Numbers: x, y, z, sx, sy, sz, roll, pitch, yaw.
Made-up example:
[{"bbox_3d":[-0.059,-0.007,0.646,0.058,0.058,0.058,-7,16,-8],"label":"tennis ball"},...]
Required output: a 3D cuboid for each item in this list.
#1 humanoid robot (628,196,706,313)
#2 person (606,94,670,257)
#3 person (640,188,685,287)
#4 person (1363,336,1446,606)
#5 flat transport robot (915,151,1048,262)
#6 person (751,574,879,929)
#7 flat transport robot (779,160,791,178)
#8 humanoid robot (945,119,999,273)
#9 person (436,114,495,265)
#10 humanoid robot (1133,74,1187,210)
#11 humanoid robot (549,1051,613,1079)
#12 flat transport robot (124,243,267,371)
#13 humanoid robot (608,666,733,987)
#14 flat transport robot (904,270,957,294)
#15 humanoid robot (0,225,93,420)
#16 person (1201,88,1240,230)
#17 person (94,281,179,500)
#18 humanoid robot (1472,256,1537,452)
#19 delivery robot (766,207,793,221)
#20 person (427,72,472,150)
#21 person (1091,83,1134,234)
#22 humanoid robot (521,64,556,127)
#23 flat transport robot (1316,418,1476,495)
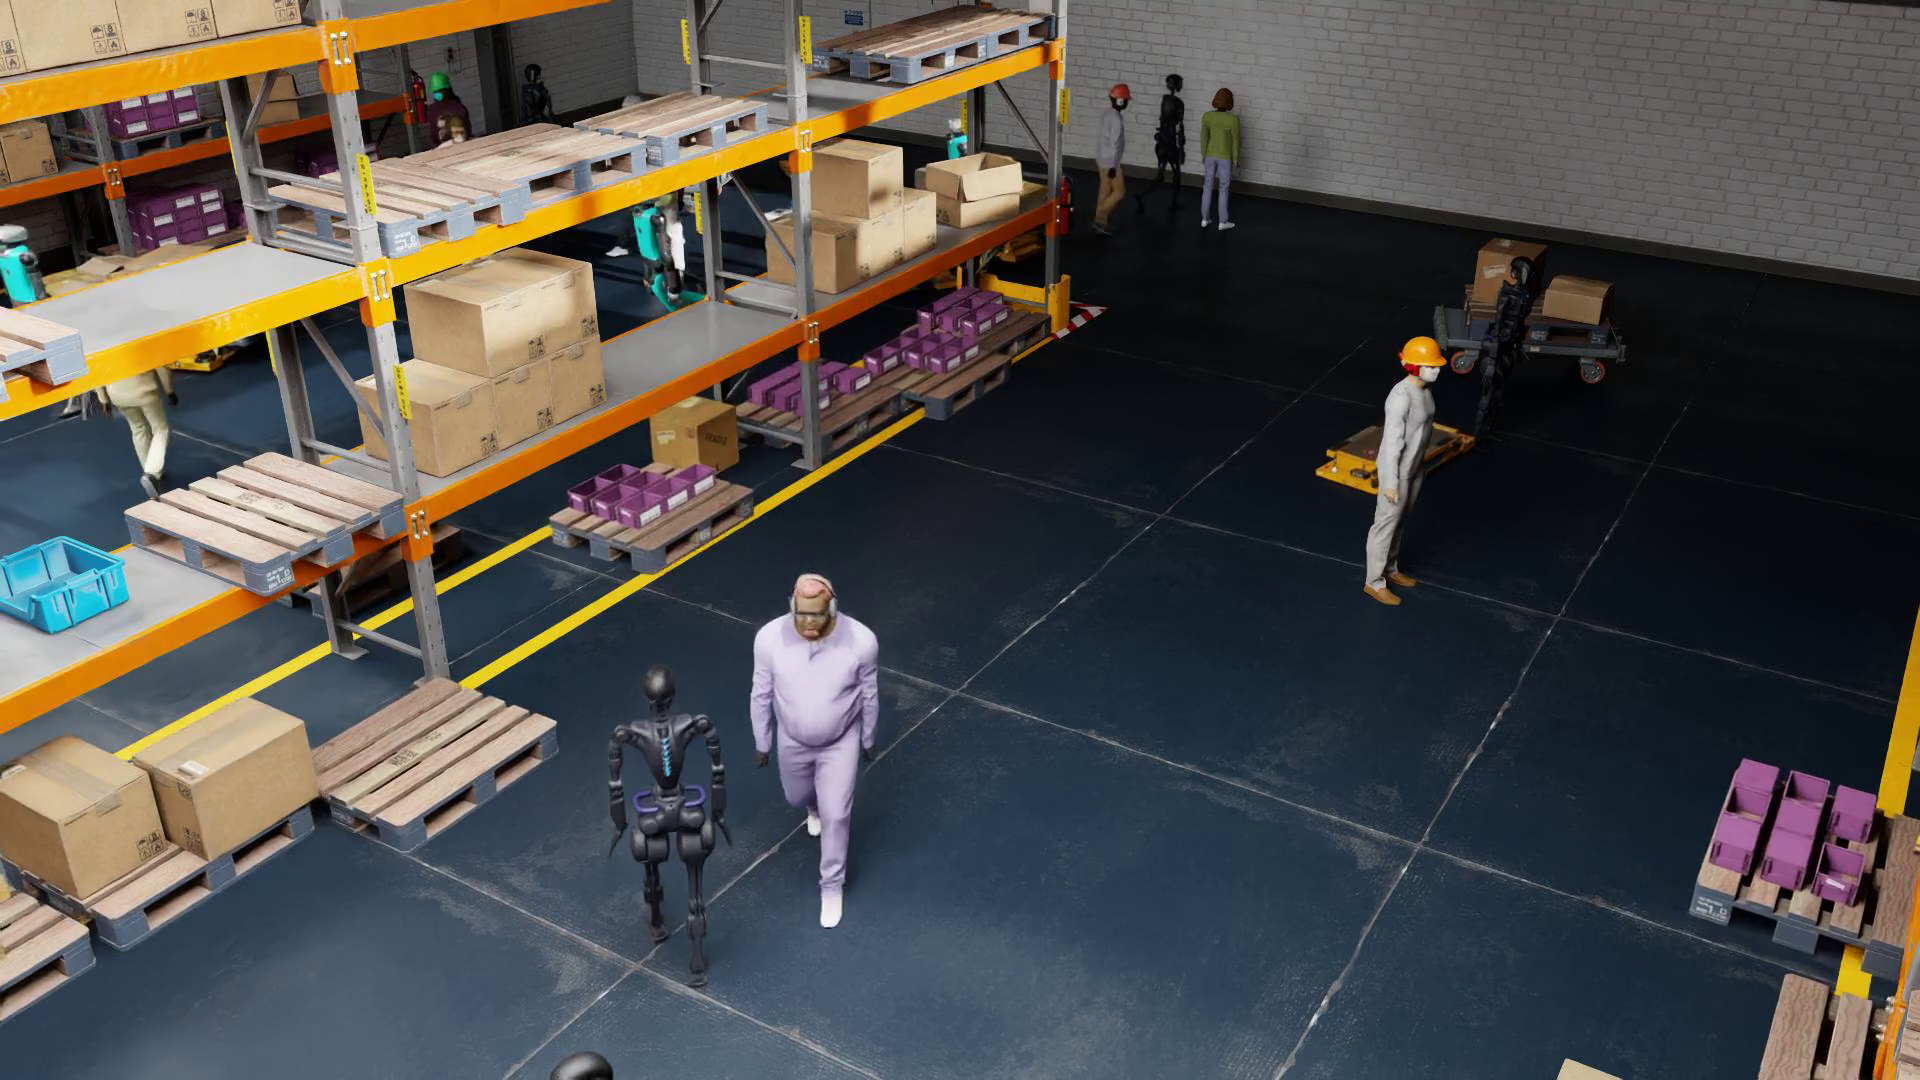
[{"bbox_3d":[-2.529,-2.451,15.453,0.995,1.770,0.530,-20,33,-34],"label":"humanoid robot"},{"bbox_3d":[-3.529,-4.049,18.482,0.497,1.797,0.930,19,33,33],"label":"person"},{"bbox_3d":[-3.186,-3.562,17.480,0.622,1.843,0.431,-17,31,-30],"label":"person"},{"bbox_3d":[3.037,-0.490,11.368,0.364,1.897,0.570,18,32,31],"label":"person"},{"bbox_3d":[0.291,-3.461,19.017,1.431,0.231,0.659,22,34,36],"label":"flat transport robot"},{"bbox_3d":[-0.732,0.965,8.537,0.648,1.875,0.873,1,27,3],"label":"person"},{"bbox_3d":[-1.635,-5.014,22.079,1.431,0.231,0.659,-8,28,-15],"label":"flat transport robot"},{"bbox_3d":[0.221,-3.591,17.618,0.756,1.749,0.533,-8,28,-16],"label":"humanoid robot"},{"bbox_3d":[-5.029,-3.408,17.090,0.653,1.918,0.551,-11,29,-21],"label":"person"},{"bbox_3d":[2.477,-4.800,20.125,0.649,1.633,0.588,-10,29,-20],"label":"humanoid robot"},{"bbox_3d":[-1.301,2.435,5.878,0.616,1.626,0.715,22,34,36],"label":"humanoid robot"},{"bbox_3d":[-7.154,-1.977,16.094,0.659,0.231,1.431,5,27,9],"label":"flat transport robot"},{"bbox_3d":[-1.408,1.331,8.033,0.595,1.635,0.638,-7,28,-13],"label":"humanoid robot"},{"bbox_3d":[-0.766,-2.777,17.669,1.431,0.231,0.659,-11,29,-20],"label":"flat transport robot"},{"bbox_3d":[-7.728,-1.846,14.272,0.539,1.844,0.692,14,30,26],"label":"humanoid robot"},{"bbox_3d":[3.043,-4.466,19.487,0.498,1.633,0.278,18,32,32],"label":"person"},{"bbox_3d":[-6.373,-1.138,12.818,0.562,1.726,0.650,-1,27,-3],"label":"person"},{"bbox_3d":[4.470,-1.541,13.674,0.329,1.649,0.616,21,34,36],"label":"humanoid robot"},{"bbox_3d":[-1.831,-3.538,18.832,0.757,0.576,0.499,13,30,24],"label":"delivery robot"},{"bbox_3d":[-5.821,-4.446,19.150,0.490,1.915,0.928,3,27,5],"label":"person"},{"bbox_3d":[1.783,-4.407,19.262,0.406,1.727,0.575,-6,27,-11],"label":"person"},{"bbox_3d":[-5.240,-5.149,20.854,0.586,1.630,0.821,18,32,31],"label":"humanoid robot"},{"bbox_3d":[3.583,-0.719,13.614,0.659,0.231,1.431,23,35,38],"label":"flat transport robot"}]
